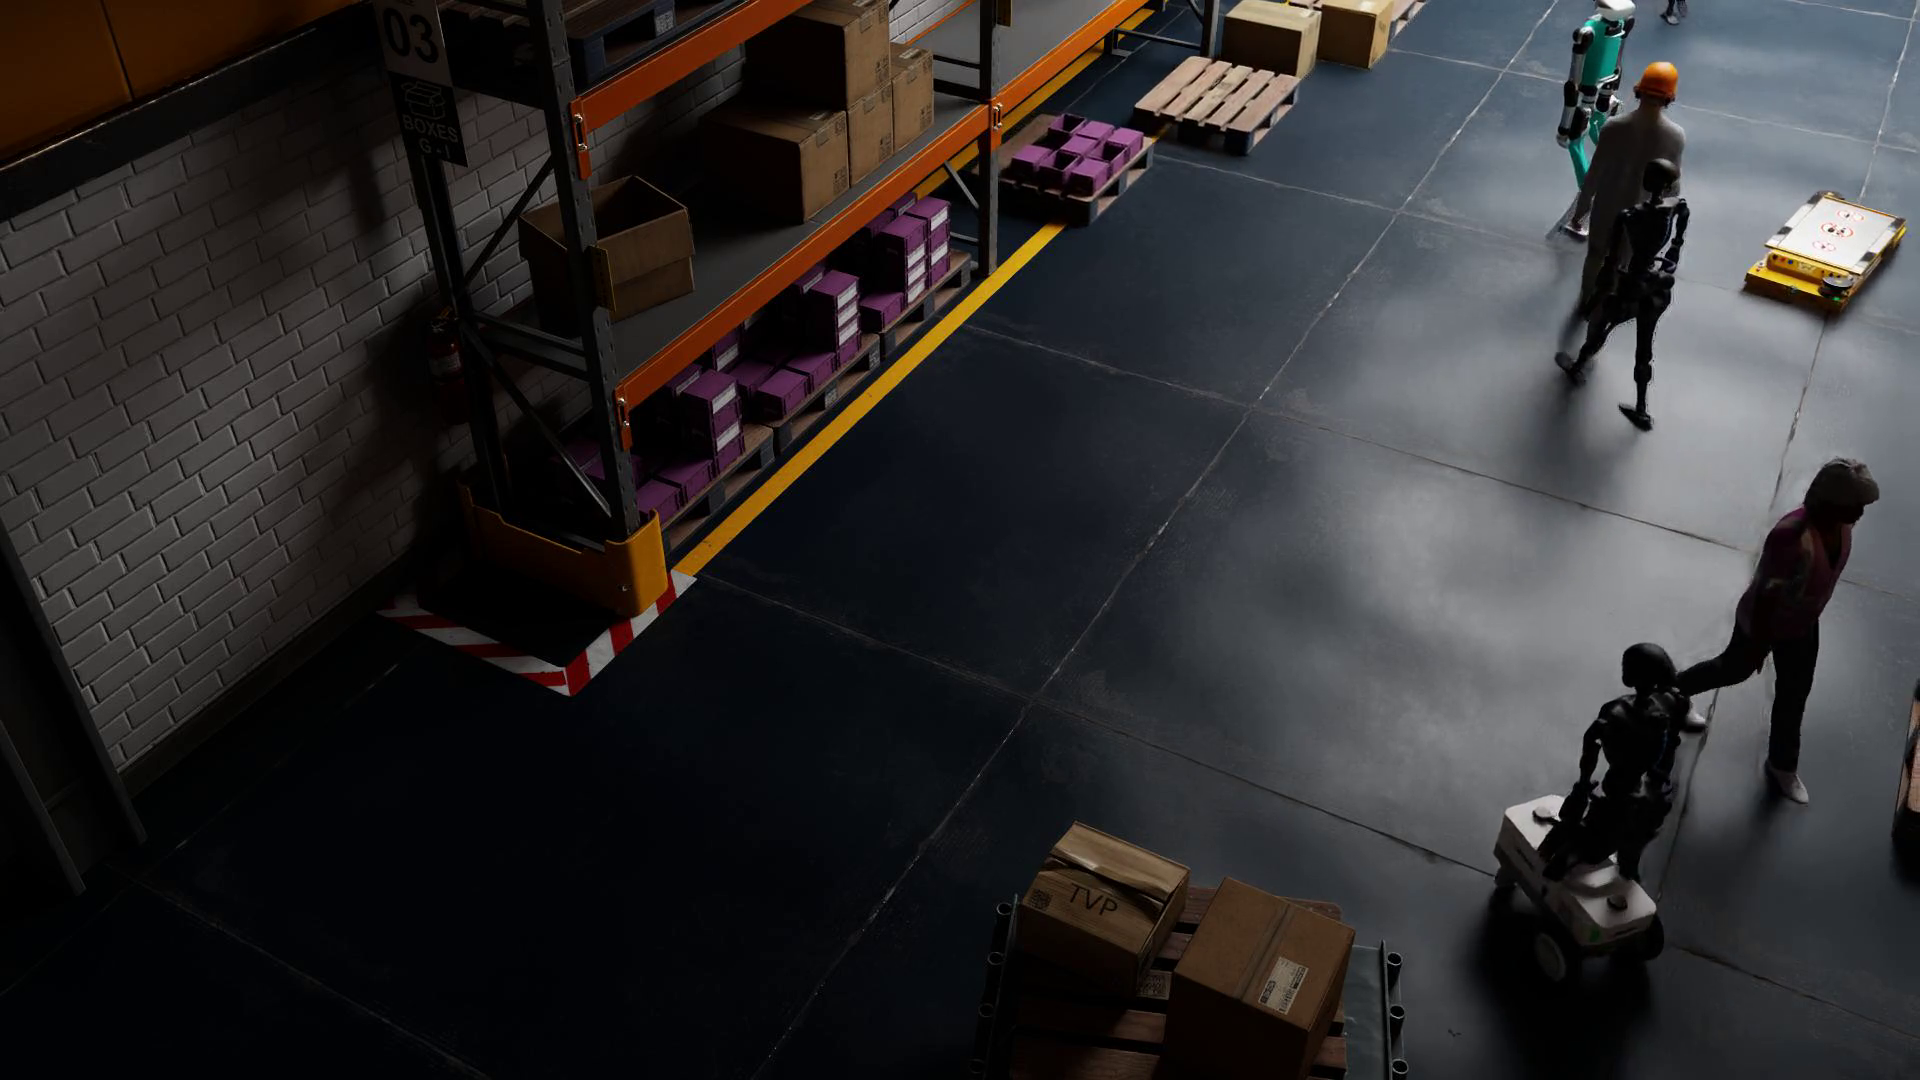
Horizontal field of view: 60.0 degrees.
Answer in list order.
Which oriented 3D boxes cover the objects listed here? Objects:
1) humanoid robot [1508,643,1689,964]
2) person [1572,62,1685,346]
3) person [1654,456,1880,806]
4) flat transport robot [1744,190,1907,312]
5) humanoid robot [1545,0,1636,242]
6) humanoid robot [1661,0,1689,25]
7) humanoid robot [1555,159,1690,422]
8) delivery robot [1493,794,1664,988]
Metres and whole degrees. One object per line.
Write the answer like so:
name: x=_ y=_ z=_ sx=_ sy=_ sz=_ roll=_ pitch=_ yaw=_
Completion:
humanoid robot: x=2.665 y=1.101 z=6.721 sx=0.610 sy=1.640 sz=0.459 roll=-18 pitch=42 yaw=-22
person: x=4.273 y=-2.151 z=10.667 sx=0.592 sy=1.854 sz=0.913 roll=17 pitch=42 yaw=20
person: x=3.736 y=0.324 z=7.595 sx=0.548 sy=1.815 sz=0.879 roll=-19 pitch=42 yaw=-22
flat transport robot: x=6.172 y=-2.070 z=11.807 sx=0.659 sy=0.231 sz=1.431 roll=28 pitch=46 yaw=30
humanoid robot: x=4.516 y=-2.854 z=11.636 sx=0.541 sy=1.833 sz=0.664 roll=-23 pitch=44 yaw=-26
humanoid robot: x=6.639 y=-5.466 z=14.919 sx=0.600 sy=1.649 sz=0.368 roll=-5 pitch=39 yaw=-6
humanoid robot: x=4.087 y=-1.544 z=10.059 sx=0.590 sy=1.619 sz=0.792 roll=-14 pitch=41 yaw=-16
delivery robot: x=2.647 y=1.493 z=7.134 sx=0.522 sy=0.607 sz=0.778 roll=-13 pitch=40 yaw=-16
